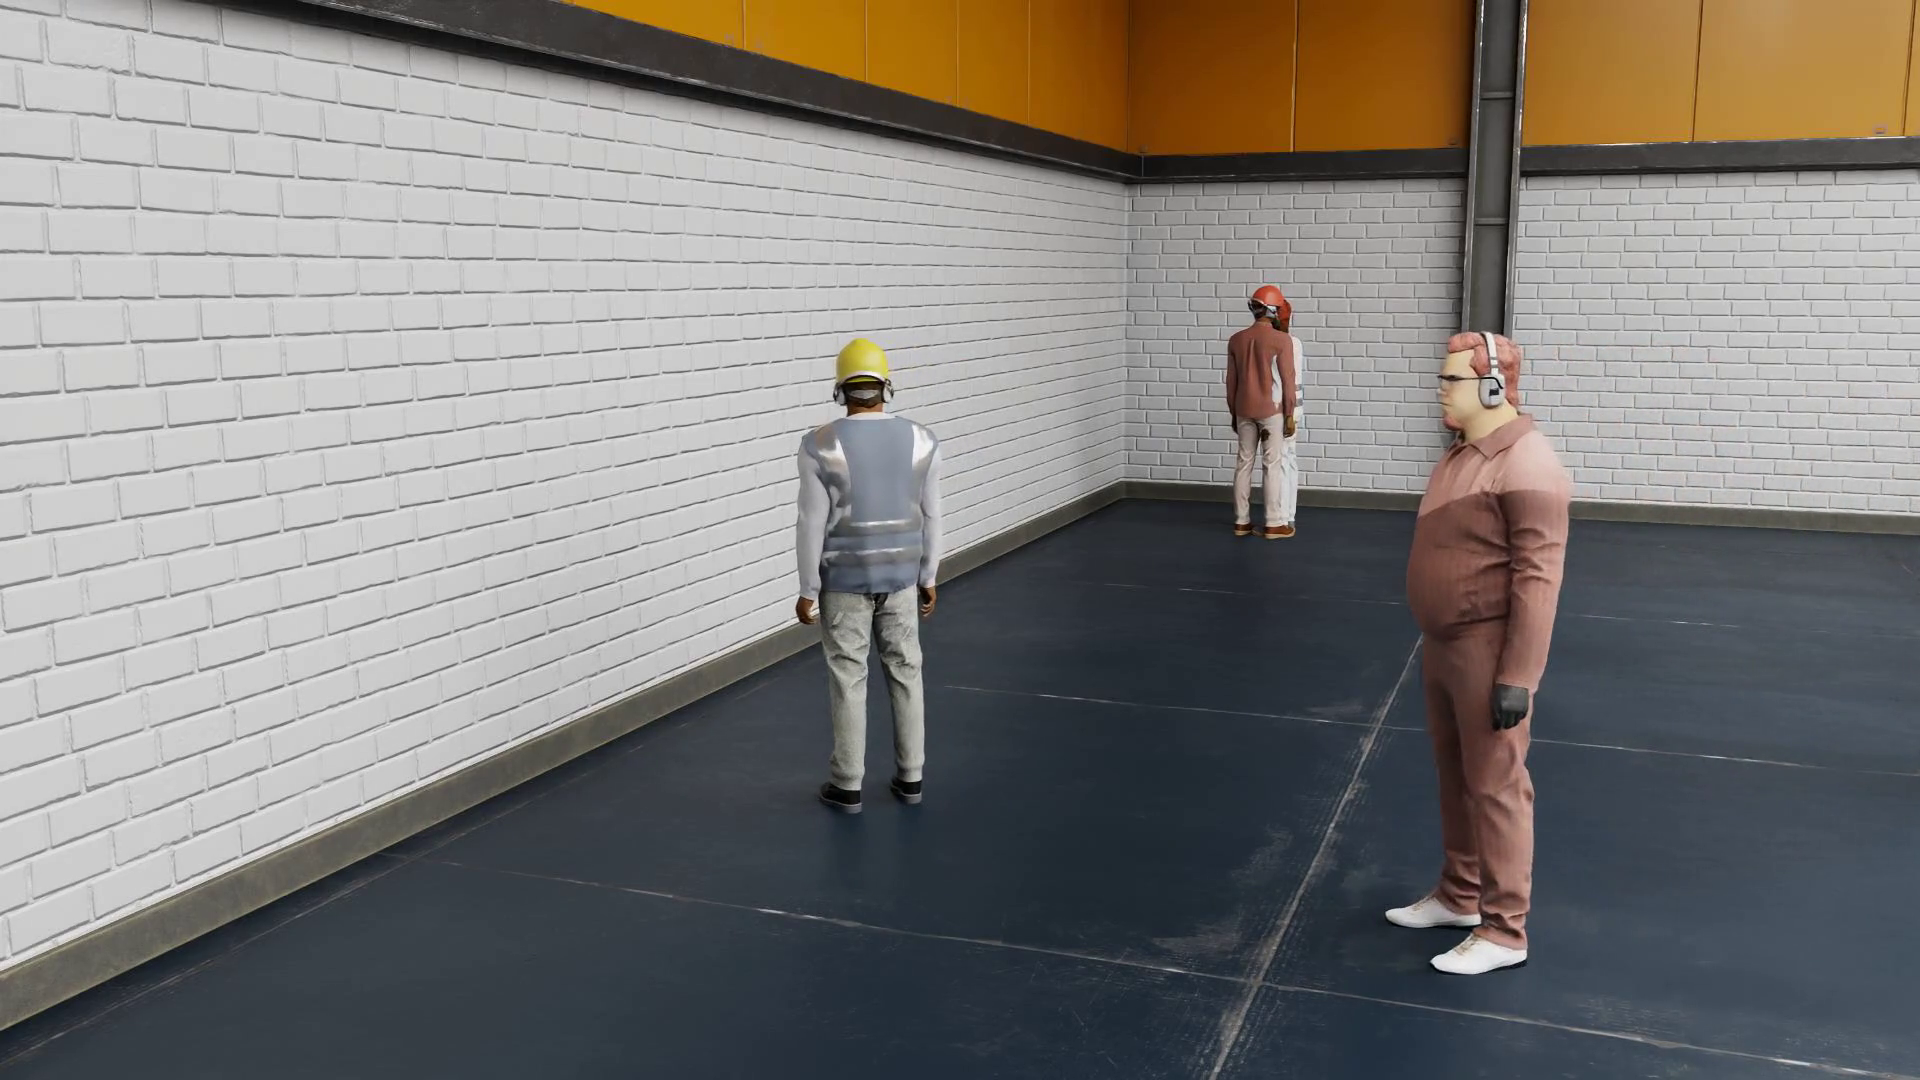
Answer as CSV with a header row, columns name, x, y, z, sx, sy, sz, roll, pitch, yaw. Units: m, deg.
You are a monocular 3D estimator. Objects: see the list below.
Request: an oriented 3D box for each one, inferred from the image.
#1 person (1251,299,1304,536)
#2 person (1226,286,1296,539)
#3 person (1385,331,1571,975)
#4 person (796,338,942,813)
name,x,y,z,sx,sy,sz,roll,pitch,yaw
person,2.534,-0.967,13.214,0.355,1.887,0.574,5,10,27
person,2.396,-1.007,13.150,0.608,1.987,0.391,8,12,43
person,1.529,0.334,4.985,0.403,1.906,0.651,-1,9,-5
person,-0.362,0.138,6.449,0.598,1.828,0.403,-4,10,-24
